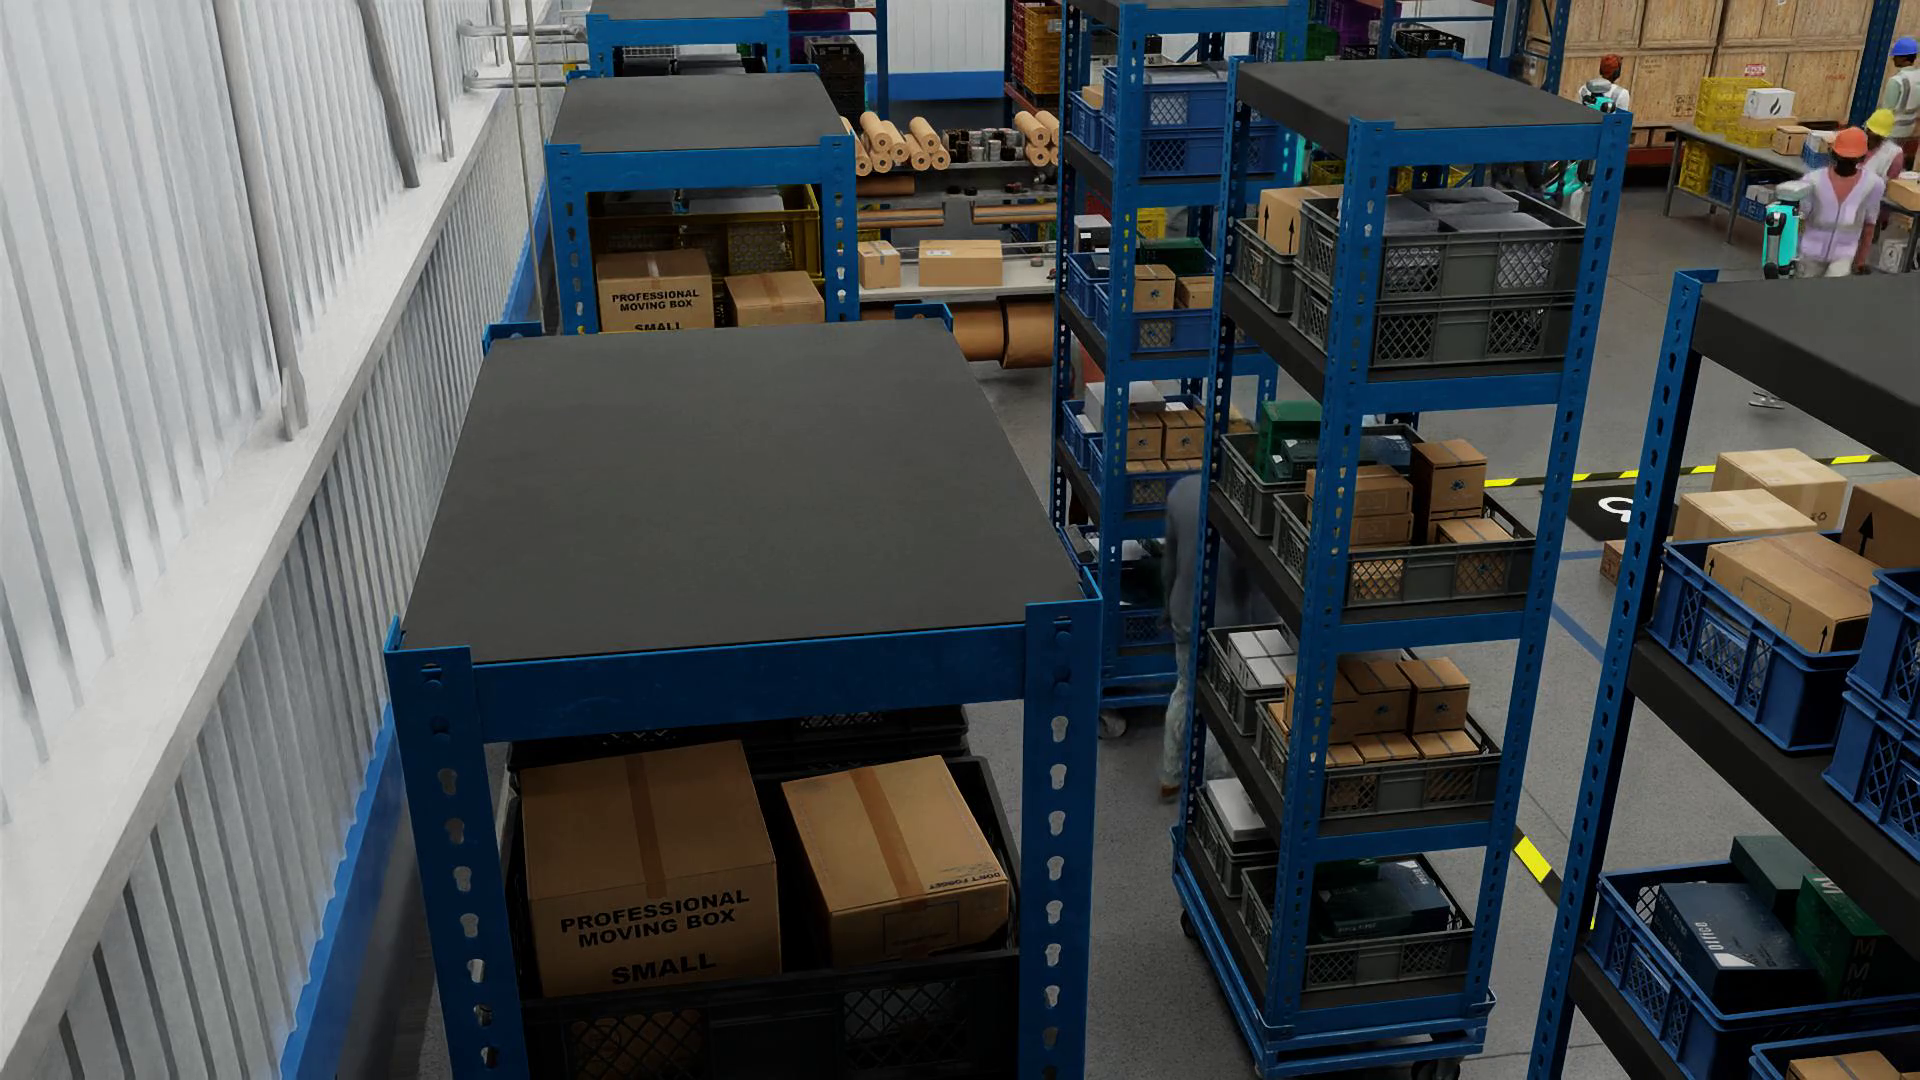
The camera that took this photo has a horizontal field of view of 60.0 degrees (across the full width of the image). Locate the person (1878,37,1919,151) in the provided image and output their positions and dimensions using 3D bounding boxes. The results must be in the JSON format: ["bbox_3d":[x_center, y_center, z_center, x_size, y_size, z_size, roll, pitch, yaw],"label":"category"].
[{"bbox_3d":[10.000,-4.396,17.868,0.606,1.936,0.410,-16,29,-31],"label":"person"}]

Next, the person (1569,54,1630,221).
[{"bbox_3d":[6.586,-4.041,17.152,0.356,1.882,0.571,-20,31,-36],"label":"person"}]

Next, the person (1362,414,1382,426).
[{"bbox_3d":[1.826,0.195,7.987,0.589,1.847,0.407,-1,25,-2],"label":"person"}]

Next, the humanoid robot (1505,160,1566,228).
[{"bbox_3d":[5.199,-2.990,15.136,0.613,1.630,0.628,-3,25,-6],"label":"humanoid robot"}]

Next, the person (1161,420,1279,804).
[{"bbox_3d":[1.172,0.383,7.495,0.419,1.919,0.645,-18,30,-34],"label":"person"}]

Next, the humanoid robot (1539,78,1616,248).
[{"bbox_3d":[5.981,-3.687,16.437,0.738,1.692,0.534,-2,25,-4],"label":"humanoid robot"}]

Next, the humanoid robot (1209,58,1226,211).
[{"bbox_3d":[2.850,-4.505,18.400,0.347,1.655,0.608,-7,26,-15],"label":"humanoid robot"}]

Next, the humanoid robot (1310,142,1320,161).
[{"bbox_3d":[3.724,-4.435,18.249,0.912,1.833,0.553,-21,32,-38],"label":"humanoid robot"}]

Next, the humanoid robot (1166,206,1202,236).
[{"bbox_3d":[2.466,-3.960,17.199,0.534,1.778,0.997,-17,30,-33],"label":"humanoid robot"}]

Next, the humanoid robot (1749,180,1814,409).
[{"bbox_3d":[6.204,-1.774,12.242,0.735,1.673,0.533,17,30,32],"label":"humanoid robot"}]

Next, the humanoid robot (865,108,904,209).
[{"bbox_3d":[-0.867,-4.171,17.628,1.038,1.730,0.589,0,25,0],"label":"humanoid robot"}]

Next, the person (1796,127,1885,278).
[{"bbox_3d":[6.883,-2.284,13.218,0.626,1.983,1.055,11,27,23],"label":"person"}]

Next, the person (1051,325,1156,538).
[{"bbox_3d":[0.833,-0.682,9.752,0.607,1.965,0.365,1,25,1],"label":"person"}]

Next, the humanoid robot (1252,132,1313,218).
[{"bbox_3d":[2.813,-3.016,15.112,0.542,1.788,0.875,-12,27,-25],"label":"humanoid robot"}]

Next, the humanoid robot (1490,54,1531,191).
[{"bbox_3d":[6.152,-4.579,18.585,0.589,1.629,0.637,-11,27,-23],"label":"humanoid robot"}]

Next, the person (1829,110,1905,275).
[{"bbox_3d":[8.064,-3.010,15.053,0.945,1.764,0.627,-18,30,-33],"label":"person"}]
